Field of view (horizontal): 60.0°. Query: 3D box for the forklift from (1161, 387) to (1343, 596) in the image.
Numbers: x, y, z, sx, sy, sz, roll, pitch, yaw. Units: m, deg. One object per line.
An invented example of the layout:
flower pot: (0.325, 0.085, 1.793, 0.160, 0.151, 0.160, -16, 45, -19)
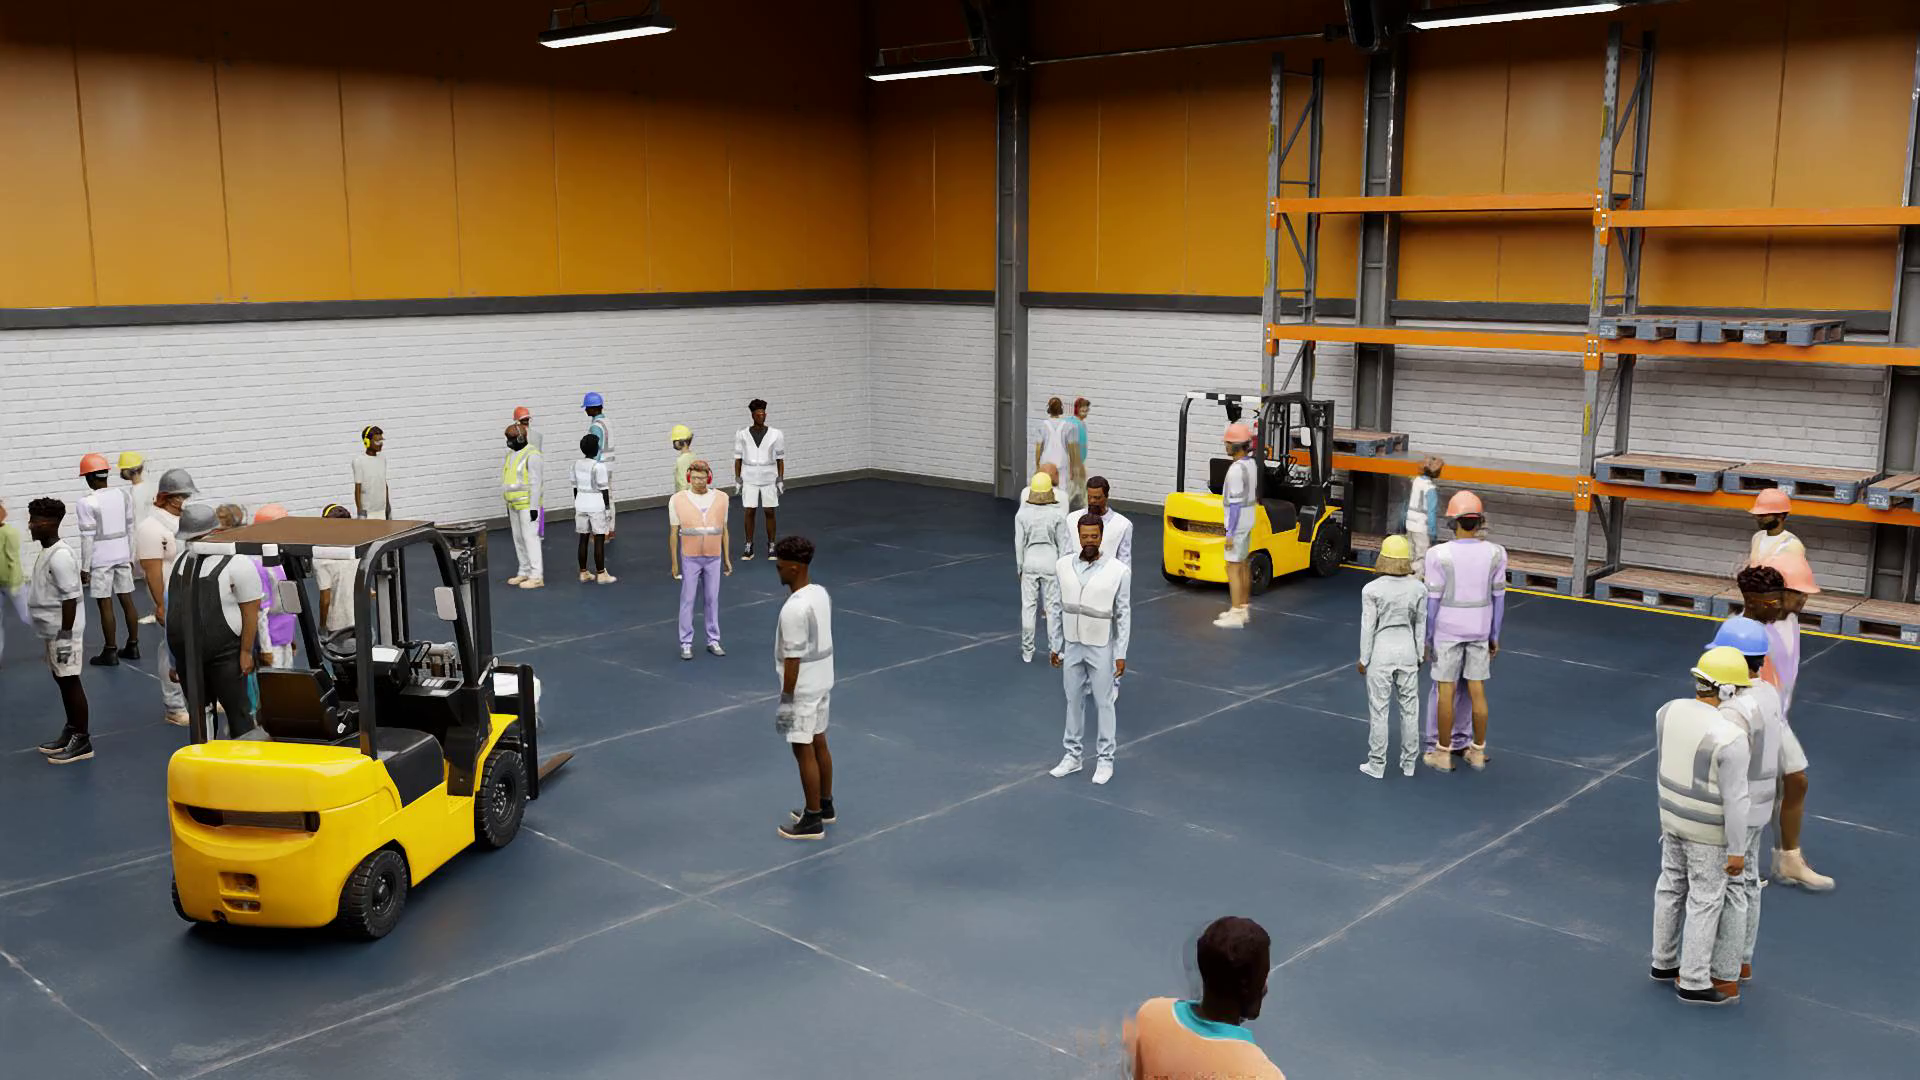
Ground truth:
forklift: (3.298, -0.608, 18.767, 1.214, 2.155, 2.313, 9, 13, 42)

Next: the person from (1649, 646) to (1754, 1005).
person: (3.707, 1.417, 8.309, 0.403, 1.821, 0.602, -2, 10, -14)

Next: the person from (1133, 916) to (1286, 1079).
person: (0.720, 1.994, 4.893, 0.994, 1.872, 0.609, -8, 13, -38)

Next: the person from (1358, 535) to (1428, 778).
person: (3.074, 0.829, 11.873, 0.488, 1.743, 0.321, -1, 10, -7)

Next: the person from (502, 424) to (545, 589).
person: (-4.873, -0.387, 18.555, 0.429, 1.830, 0.642, -9, 14, -42)

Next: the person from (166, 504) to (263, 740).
person: (-5.216, 0.740, 11.531, 0.673, 2.000, 0.535, 3, 10, 15)

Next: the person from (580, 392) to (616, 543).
person: (-4.627, -0.928, 21.326, 0.416, 1.939, 0.604, 0, 10, 1)

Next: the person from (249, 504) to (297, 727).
person: (-4.938, 0.700, 12.049, 0.375, 1.939, 0.546, 0, 10, -2)

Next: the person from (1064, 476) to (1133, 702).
person: (1.150, 0.405, 13.821, 0.591, 1.912, 0.390, 6, 12, 30)

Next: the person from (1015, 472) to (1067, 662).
person: (0.745, 0.251, 15.155, 0.486, 1.746, 0.290, 2, 10, 10)

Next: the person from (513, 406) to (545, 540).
person: (-5.579, -0.841, 21.360, 0.340, 1.746, 0.567, 4, 11, 21)

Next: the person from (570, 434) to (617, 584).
person: (-4.131, -0.346, 18.697, 0.535, 1.696, 0.318, 6, 12, 30)

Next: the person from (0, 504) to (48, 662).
person: (-8.482, 0.374, 14.881, 0.497, 1.597, 0.799, 4, 11, 19)

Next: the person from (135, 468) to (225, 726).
person: (-6.148, 0.437, 13.258, 0.538, 2.000, 0.684, 2, 10, 11)

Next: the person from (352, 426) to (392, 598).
person: (-6.353, -0.309, 18.035, 0.322, 1.860, 0.519, 4, 11, 22)

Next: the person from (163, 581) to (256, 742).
person: (-5.286, 0.806, 11.748, 0.599, 1.830, 0.403, -7, 12, -36)

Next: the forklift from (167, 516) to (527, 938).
forklift: (-3.583, 0.976, 9.748, 1.214, 2.155, 2.313, 2, 10, 11)

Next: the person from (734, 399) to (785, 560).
person: (-2.424, -0.728, 20.095, 0.613, 1.965, 0.361, 0, 10, -1)

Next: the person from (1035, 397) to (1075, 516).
person: (1.230, -0.936, 21.630, 0.519, 1.844, 0.330, 0, 10, 0)

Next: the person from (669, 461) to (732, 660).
person: (-2.391, 0.176, 15.315, 0.570, 1.837, 0.383, -5, 11, -26)

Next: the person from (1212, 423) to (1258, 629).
person: (2.744, -0.135, 16.575, 0.394, 2.034, 0.633, 5, 11, 25)

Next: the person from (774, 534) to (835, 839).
person: (-1.007, 0.934, 10.656, 0.367, 1.961, 0.643, 3, 10, 14)

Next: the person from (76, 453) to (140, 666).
person: (-7.735, 0.176, 15.056, 0.371, 1.931, 0.543, 4, 11, 24)

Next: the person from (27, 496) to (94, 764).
person: (-6.642, 0.651, 12.245, 0.361, 1.965, 0.613, -7, 12, -36)

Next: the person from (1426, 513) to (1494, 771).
person: (3.662, 0.711, 12.083, 0.651, 1.905, 0.403, -7, 12, -33)

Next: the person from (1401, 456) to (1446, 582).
person: (4.843, -0.100, 17.532, 0.407, 1.610, 0.595, -1, 10, -7)

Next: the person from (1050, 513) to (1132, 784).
person: (0.918, 0.754, 11.791, 0.596, 1.921, 0.380, 6, 12, 30)

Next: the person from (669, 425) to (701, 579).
person: (-3.138, -0.434, 18.996, 0.331, 1.767, 0.529, 1, 10, 8)

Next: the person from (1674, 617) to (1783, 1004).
person: (3.883, 1.344, 8.354, 0.388, 1.947, 0.614, 8, 13, 39)

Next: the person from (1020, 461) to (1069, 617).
person: (0.837, 0.014, 16.898, 0.510, 1.603, 0.552, 2, 10, 11)

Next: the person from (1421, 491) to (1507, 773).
person: (3.601, 0.661, 12.005, 0.621, 2.034, 0.424, -1, 10, -7)

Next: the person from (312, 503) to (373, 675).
person: (-4.633, 0.658, 12.496, 0.333, 1.868, 0.515, 5, 11, 29)

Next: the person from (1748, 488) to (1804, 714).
person: (6.261, 0.556, 12.916, 0.393, 1.929, 0.540, -2, 10, -9)
